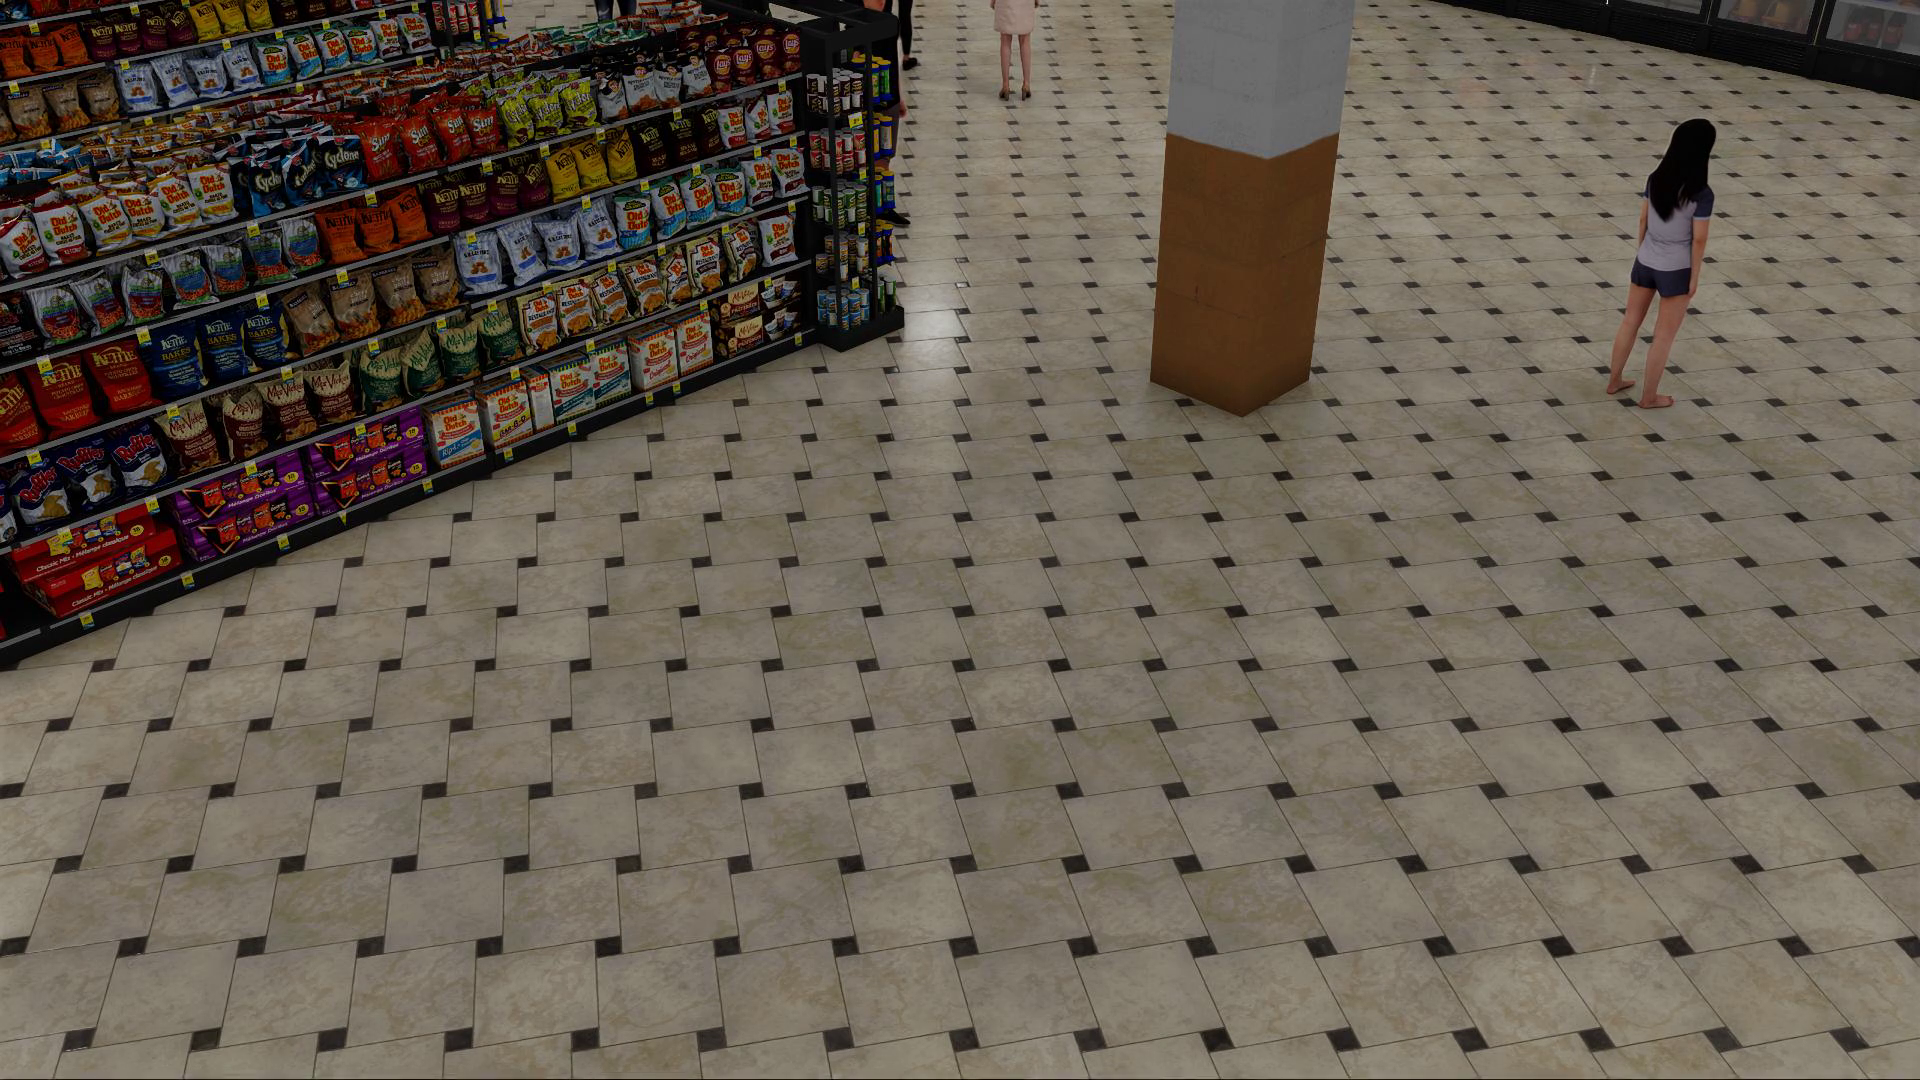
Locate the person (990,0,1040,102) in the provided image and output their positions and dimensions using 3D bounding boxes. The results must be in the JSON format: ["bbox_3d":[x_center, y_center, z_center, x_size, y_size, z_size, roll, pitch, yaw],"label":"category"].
[{"bbox_3d":[0.484,-4.752,14.615,0.685,1.735,0.749,-1,32,-1],"label":"person"}]

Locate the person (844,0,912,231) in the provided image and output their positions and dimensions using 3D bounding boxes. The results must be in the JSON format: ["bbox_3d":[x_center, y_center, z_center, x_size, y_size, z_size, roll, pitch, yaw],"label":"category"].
[{"bbox_3d":[-0.617,-3.128,11.886,0.732,1.861,0.506,27,41,36],"label":"person"}]

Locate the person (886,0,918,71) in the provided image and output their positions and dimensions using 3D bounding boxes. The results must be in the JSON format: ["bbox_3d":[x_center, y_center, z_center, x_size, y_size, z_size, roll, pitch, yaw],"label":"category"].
[{"bbox_3d":[-0.616,-5.264,15.465,0.679,1.707,0.681,10,33,16],"label":"person"}]

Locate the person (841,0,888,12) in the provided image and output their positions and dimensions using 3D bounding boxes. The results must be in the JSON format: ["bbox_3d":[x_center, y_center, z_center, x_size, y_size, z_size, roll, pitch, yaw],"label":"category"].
[{"bbox_3d":[-0.776,-3.995,13.460,0.839,1.671,0.700,13,34,20],"label":"person"}]

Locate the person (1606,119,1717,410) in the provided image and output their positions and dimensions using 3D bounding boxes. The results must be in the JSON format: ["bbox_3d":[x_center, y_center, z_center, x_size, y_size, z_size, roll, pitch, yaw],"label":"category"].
[{"bbox_3d":[4.047,-1.586,9.554,0.608,1.706,0.645,-17,36,-26],"label":"person"}]

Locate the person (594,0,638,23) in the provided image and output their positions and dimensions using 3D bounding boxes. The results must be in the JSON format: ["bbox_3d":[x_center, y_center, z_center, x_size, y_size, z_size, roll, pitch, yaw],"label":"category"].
[{"bbox_3d":[-3.122,-5.074,14.973,0.669,1.905,0.831,-12,34,-18],"label":"person"}]
